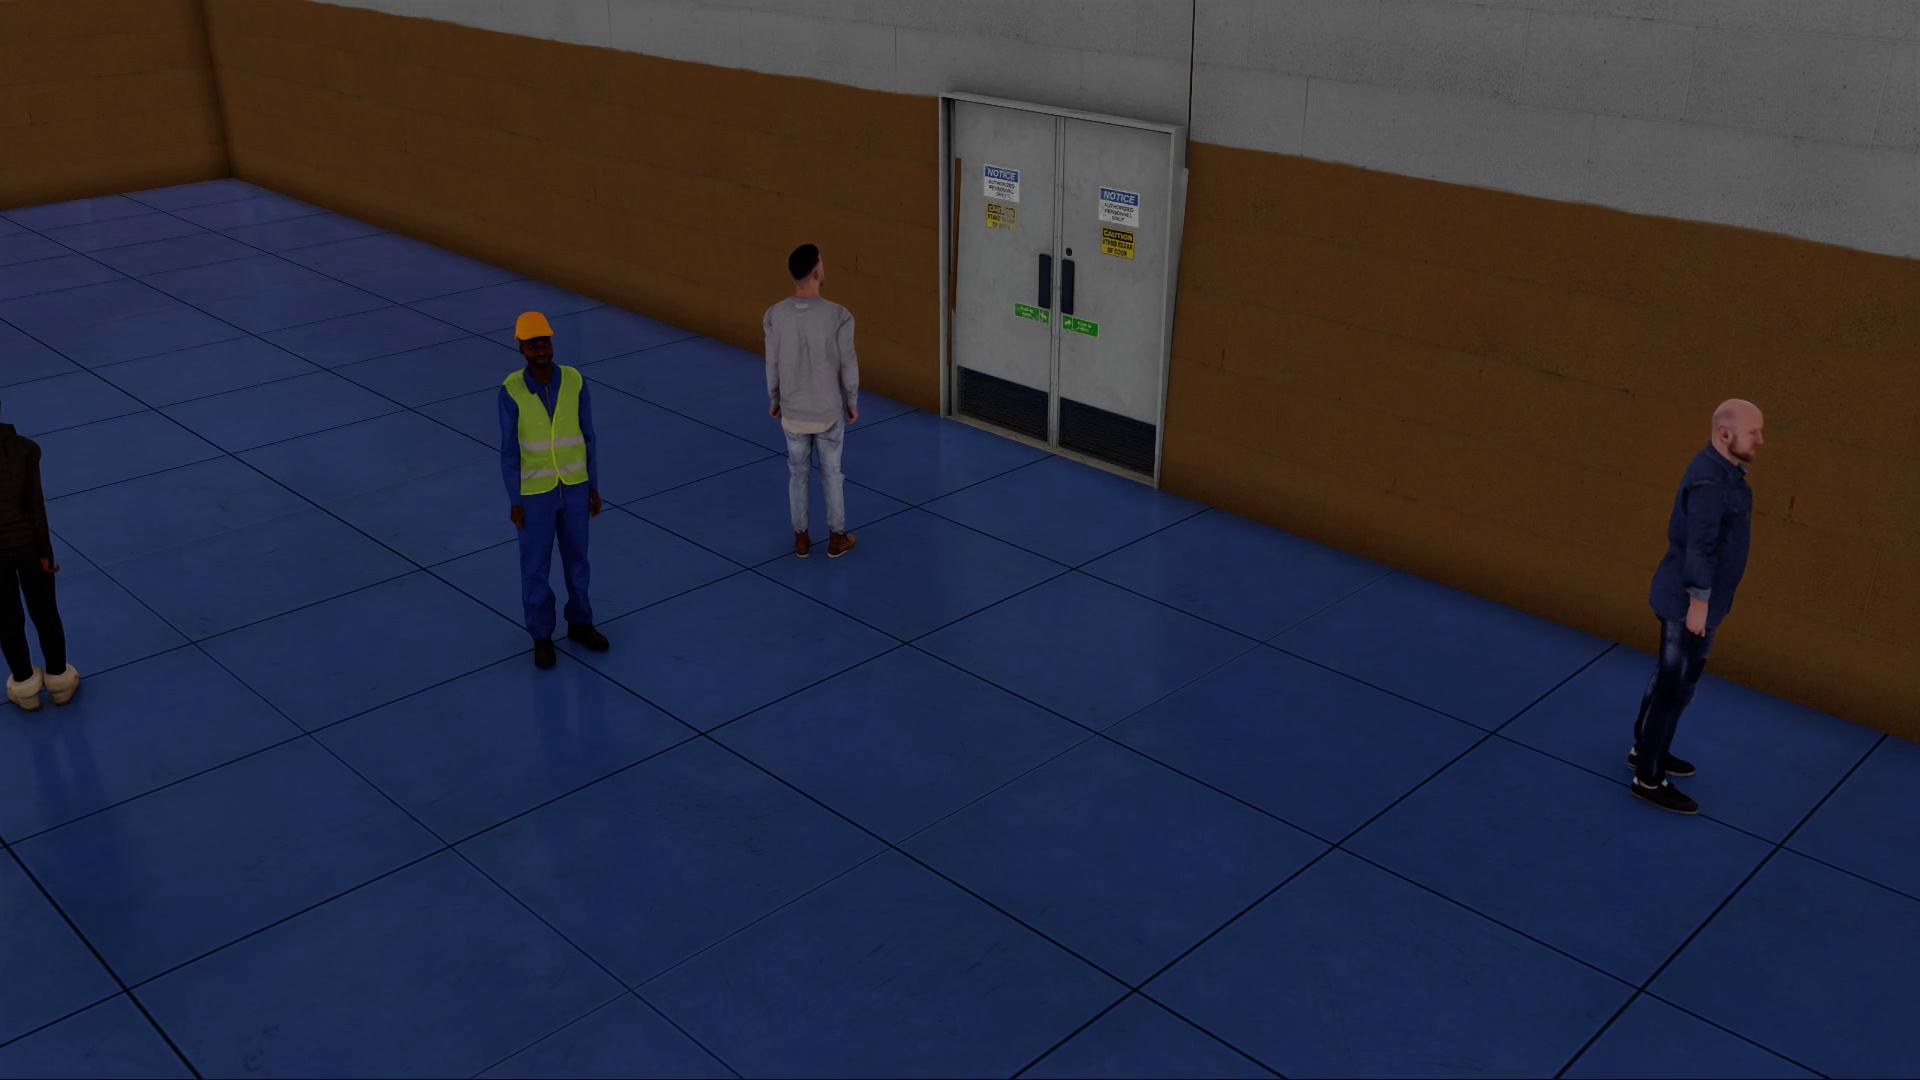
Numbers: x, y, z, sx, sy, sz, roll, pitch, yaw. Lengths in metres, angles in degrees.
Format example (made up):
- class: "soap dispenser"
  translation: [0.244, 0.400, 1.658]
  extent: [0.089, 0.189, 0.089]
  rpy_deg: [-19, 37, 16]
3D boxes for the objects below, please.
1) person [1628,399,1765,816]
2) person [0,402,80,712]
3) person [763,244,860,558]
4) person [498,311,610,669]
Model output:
- class: "person"
  translation: [3.157, 0.268, 7.141]
  extent: [0.849, 1.823, 0.673]
  rpy_deg: [9, 25, 20]
- class: "person"
  translation: [-4.471, 0.050, 7.842]
  extent: [0.665, 1.660, 0.592]
  rpy_deg: [9, 25, 19]
- class: "person"
  translation: [-0.844, -0.783, 9.524]
  extent: [0.755, 1.838, 0.783]
  rpy_deg: [2, 24, 6]
- class: "person"
  translation: [-2.058, -0.270, 8.382]
  extent: [0.582, 1.813, 0.760]
  rpy_deg: [-16, 28, -31]
